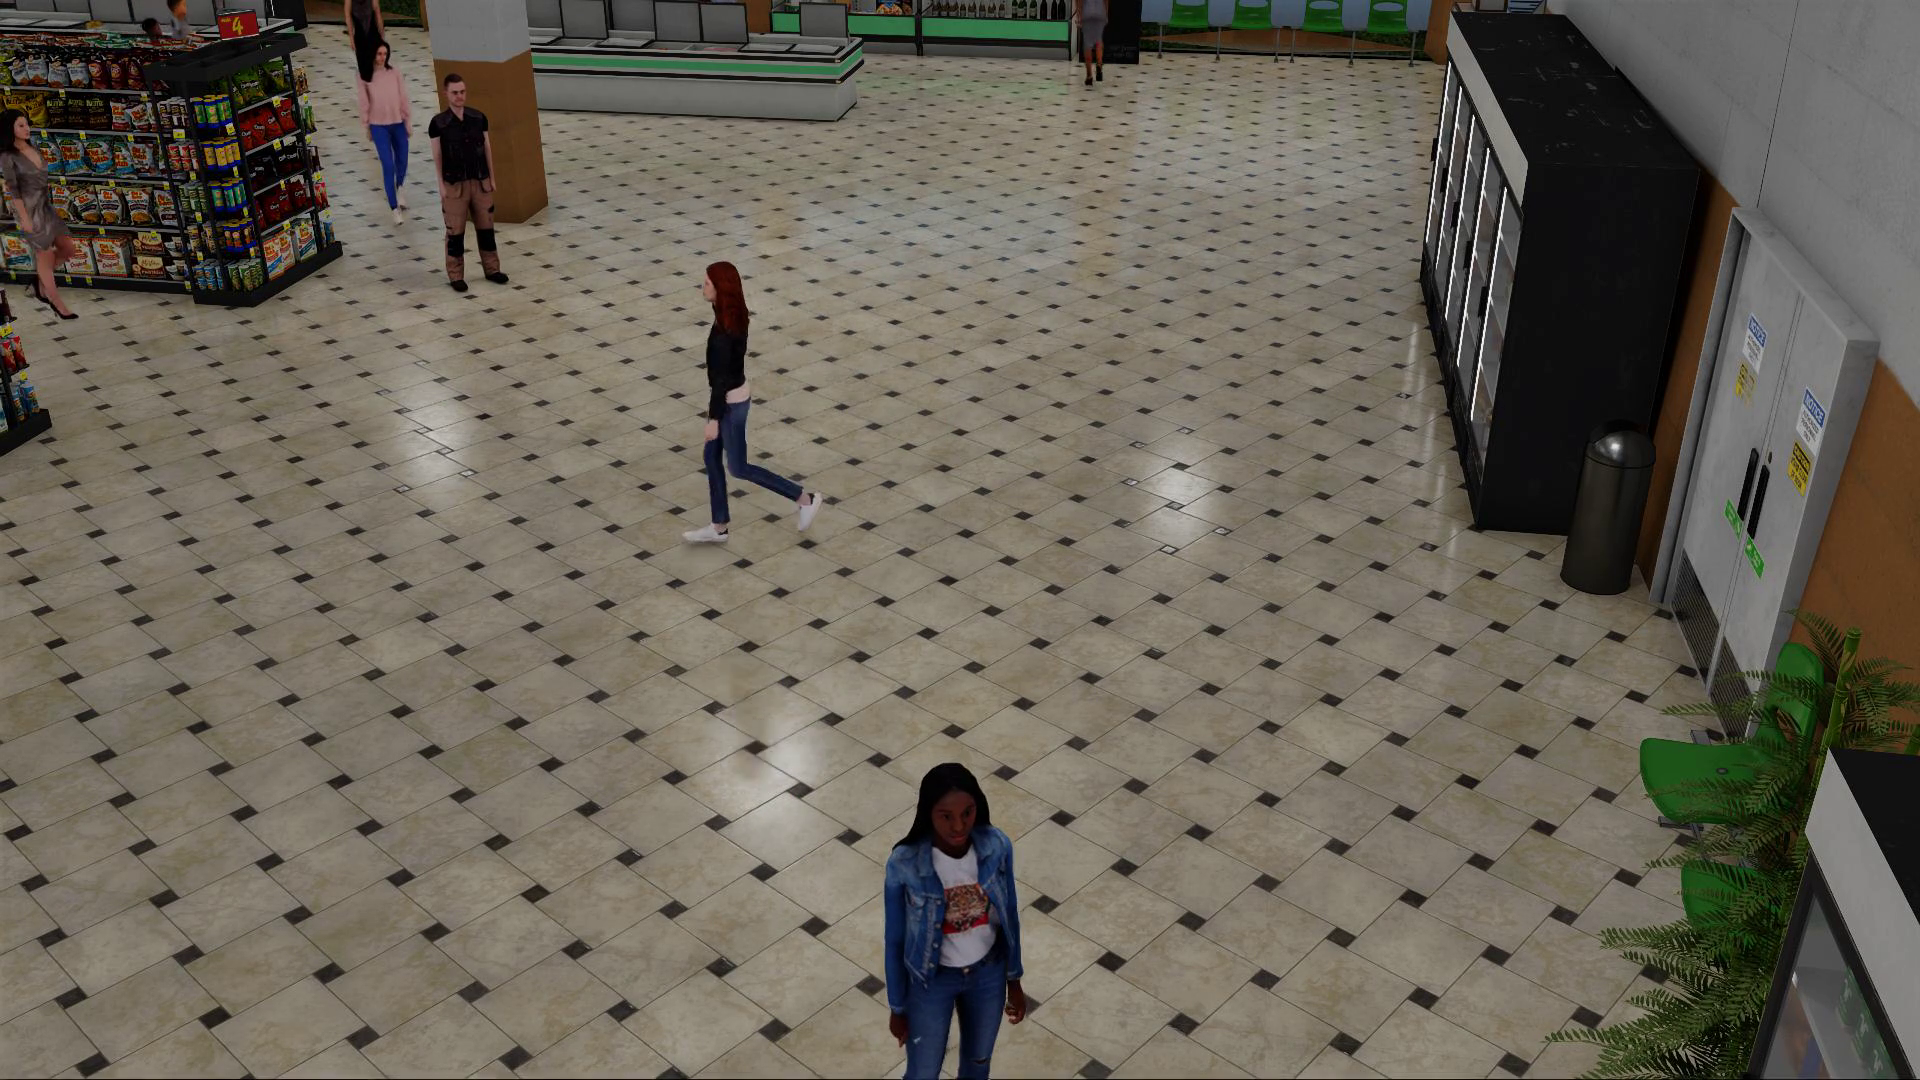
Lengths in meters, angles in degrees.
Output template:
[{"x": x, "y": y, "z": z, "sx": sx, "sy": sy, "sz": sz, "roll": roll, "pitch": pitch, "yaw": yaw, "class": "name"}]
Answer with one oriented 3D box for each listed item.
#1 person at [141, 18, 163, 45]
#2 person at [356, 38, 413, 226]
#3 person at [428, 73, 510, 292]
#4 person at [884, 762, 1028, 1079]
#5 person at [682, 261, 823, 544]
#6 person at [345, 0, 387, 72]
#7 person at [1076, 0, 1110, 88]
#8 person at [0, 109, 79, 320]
[{"x": -9.610, "y": -5.565, "z": 19.836, "sx": 0.774, "sy": 1.244, "sz": 0.696, "roll": -13, "pitch": 30, "yaw": -25, "class": "person"}, {"x": -5.570, "y": -4.000, "z": 16.210, "sx": 1.119, "sy": 1.731, "sz": 1.117, "roll": -14, "pitch": 30, "yaw": -25, "class": "person"}, {"x": -4.254, "y": -3.082, "z": 14.283, "sx": 0.762, "sy": 1.837, "sz": 0.820, "roll": -18, "pitch": 32, "yaw": -31, "class": "person"}, {"x": -0.026, "y": 1.449, "z": 5.485, "sx": 0.656, "sy": 1.713, "sz": 0.760, "roll": -11, "pitch": 29, "yaw": -20, "class": "person"}, {"x": -1.257, "y": -0.754, "z": 9.776, "sx": 1.142, "sy": 1.761, "sz": 0.810, "roll": -3, "pitch": 27, "yaw": -7, "class": "person"}, {"x": -7.367, "y": -6.201, "z": 20.707, "sx": 0.696, "sy": 1.591, "sz": 0.773, "roll": -11, "pitch": 29, "yaw": -21, "class": "person"}, {"x": 1.754, "y": -6.793, "z": 21.670, "sx": 0.745, "sy": 1.774, "sz": 0.783, "roll": -5, "pitch": 27, "yaw": -9, "class": "person"}, {"x": -7.547, "y": -2.617, "z": 13.479, "sx": 0.697, "sy": 1.736, "sz": 0.594, "roll": 5, "pitch": 27, "yaw": 10, "class": "person"}]
